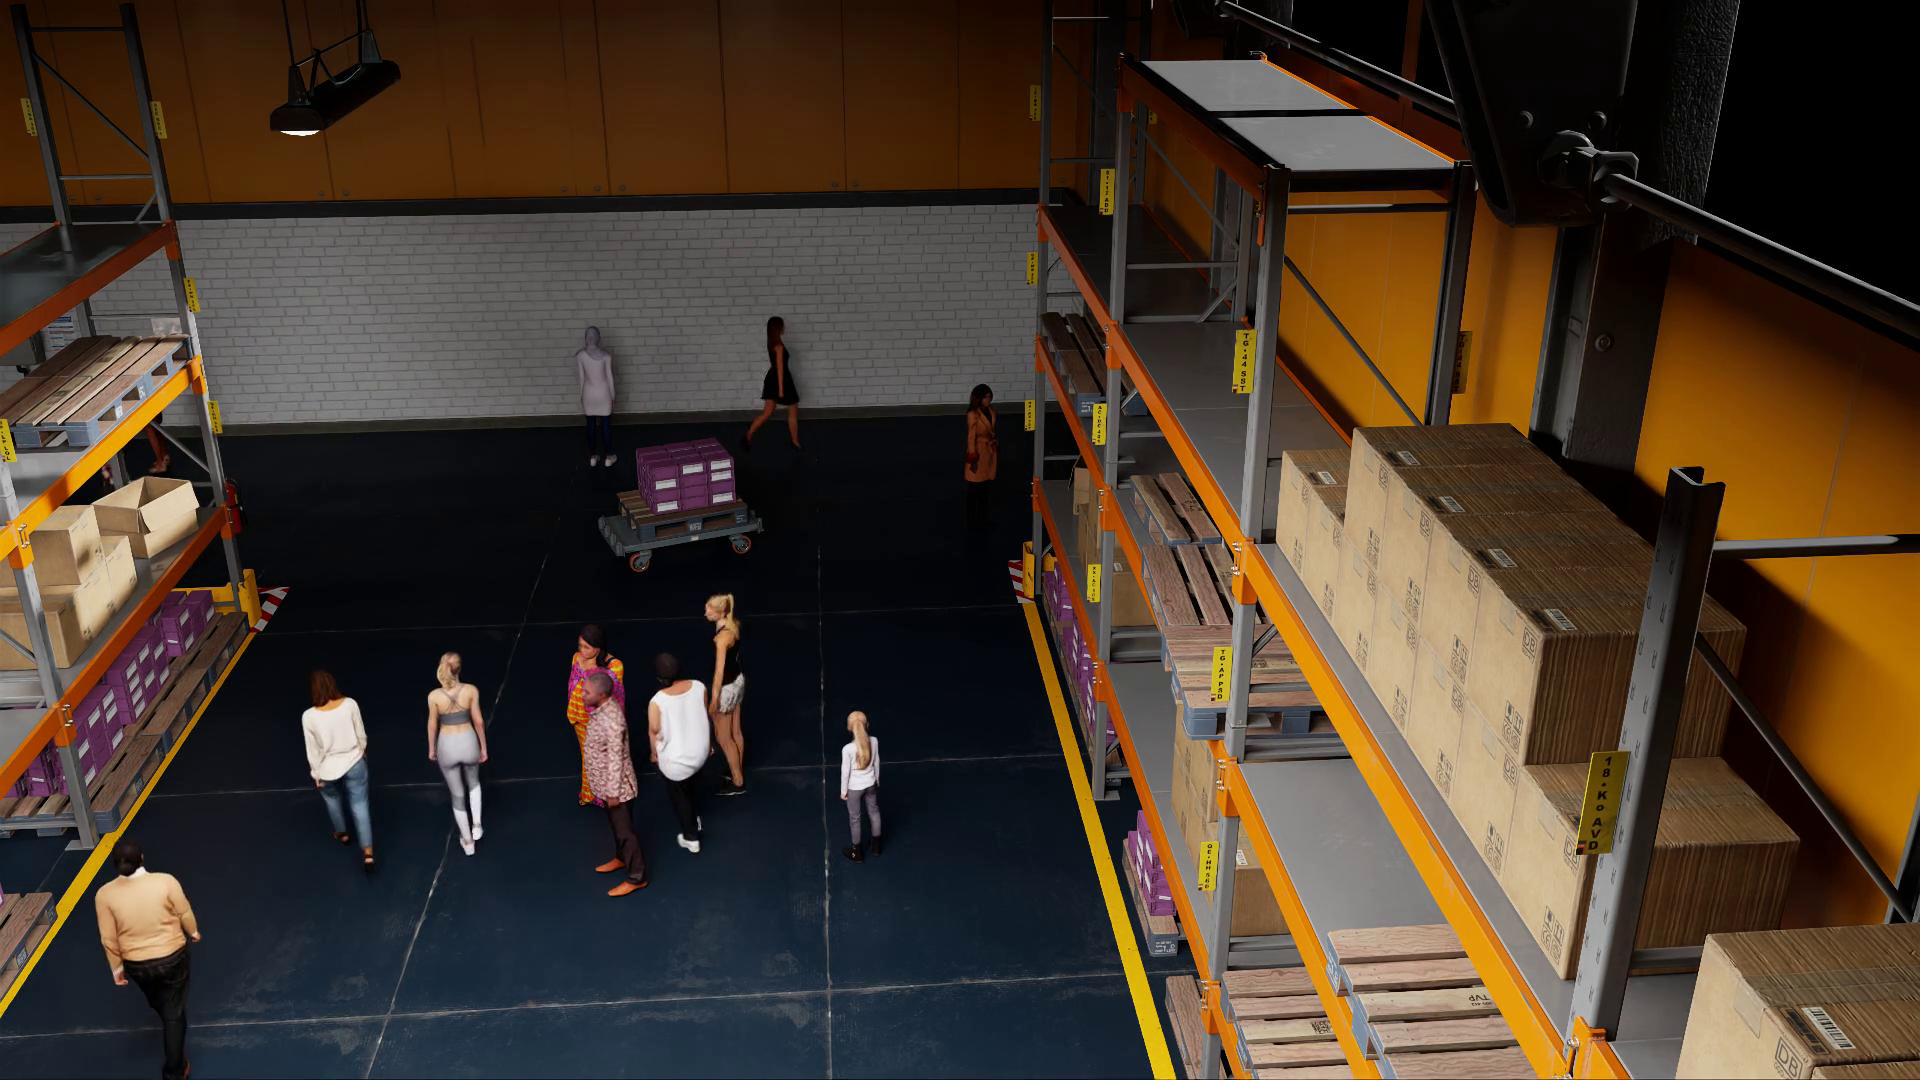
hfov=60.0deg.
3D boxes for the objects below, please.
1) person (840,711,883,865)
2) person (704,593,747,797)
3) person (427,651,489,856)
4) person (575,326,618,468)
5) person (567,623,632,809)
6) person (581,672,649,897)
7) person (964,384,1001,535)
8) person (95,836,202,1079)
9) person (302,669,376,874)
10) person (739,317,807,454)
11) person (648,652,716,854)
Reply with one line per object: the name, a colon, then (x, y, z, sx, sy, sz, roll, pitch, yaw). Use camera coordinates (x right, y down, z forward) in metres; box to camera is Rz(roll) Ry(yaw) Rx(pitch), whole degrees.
person: (-0.756, 1.894, 12.830, 0.569, 1.279, 0.602, -13, 27, -28)
person: (-1.925, 1.214, 13.698, 0.776, 1.830, 0.620, 12, 26, 26)
person: (-3.845, 1.681, 12.808, 0.666, 1.688, 0.689, -11, 26, -24)
person: (-4.510, -1.781, 20.619, 0.628, 1.775, 0.564, 1, 24, 2)
person: (-2.924, 1.404, 13.439, 0.765, 1.690, 0.803, 10, 26, 22)
person: (-2.576, 1.787, 12.424, 0.806, 1.801, 0.648, -10, 26, -22)
person: (0.234, -0.932, 18.738, 0.832, 1.727, 0.764, 17, 29, 34)
person: (-5.064, 2.697, 10.459, 0.756, 1.708, 1.160, -5, 24, -12)
person: (-4.681, 1.775, 12.651, 0.883, 1.641, 1.156, -11, 26, -24)
person: (-2.366, -1.875, 20.799, 0.937, 1.803, 1.133, -12, 26, -26)
person: (-2.130, 1.664, 12.866, 0.873, 1.672, 0.816, 21, 31, 40)
